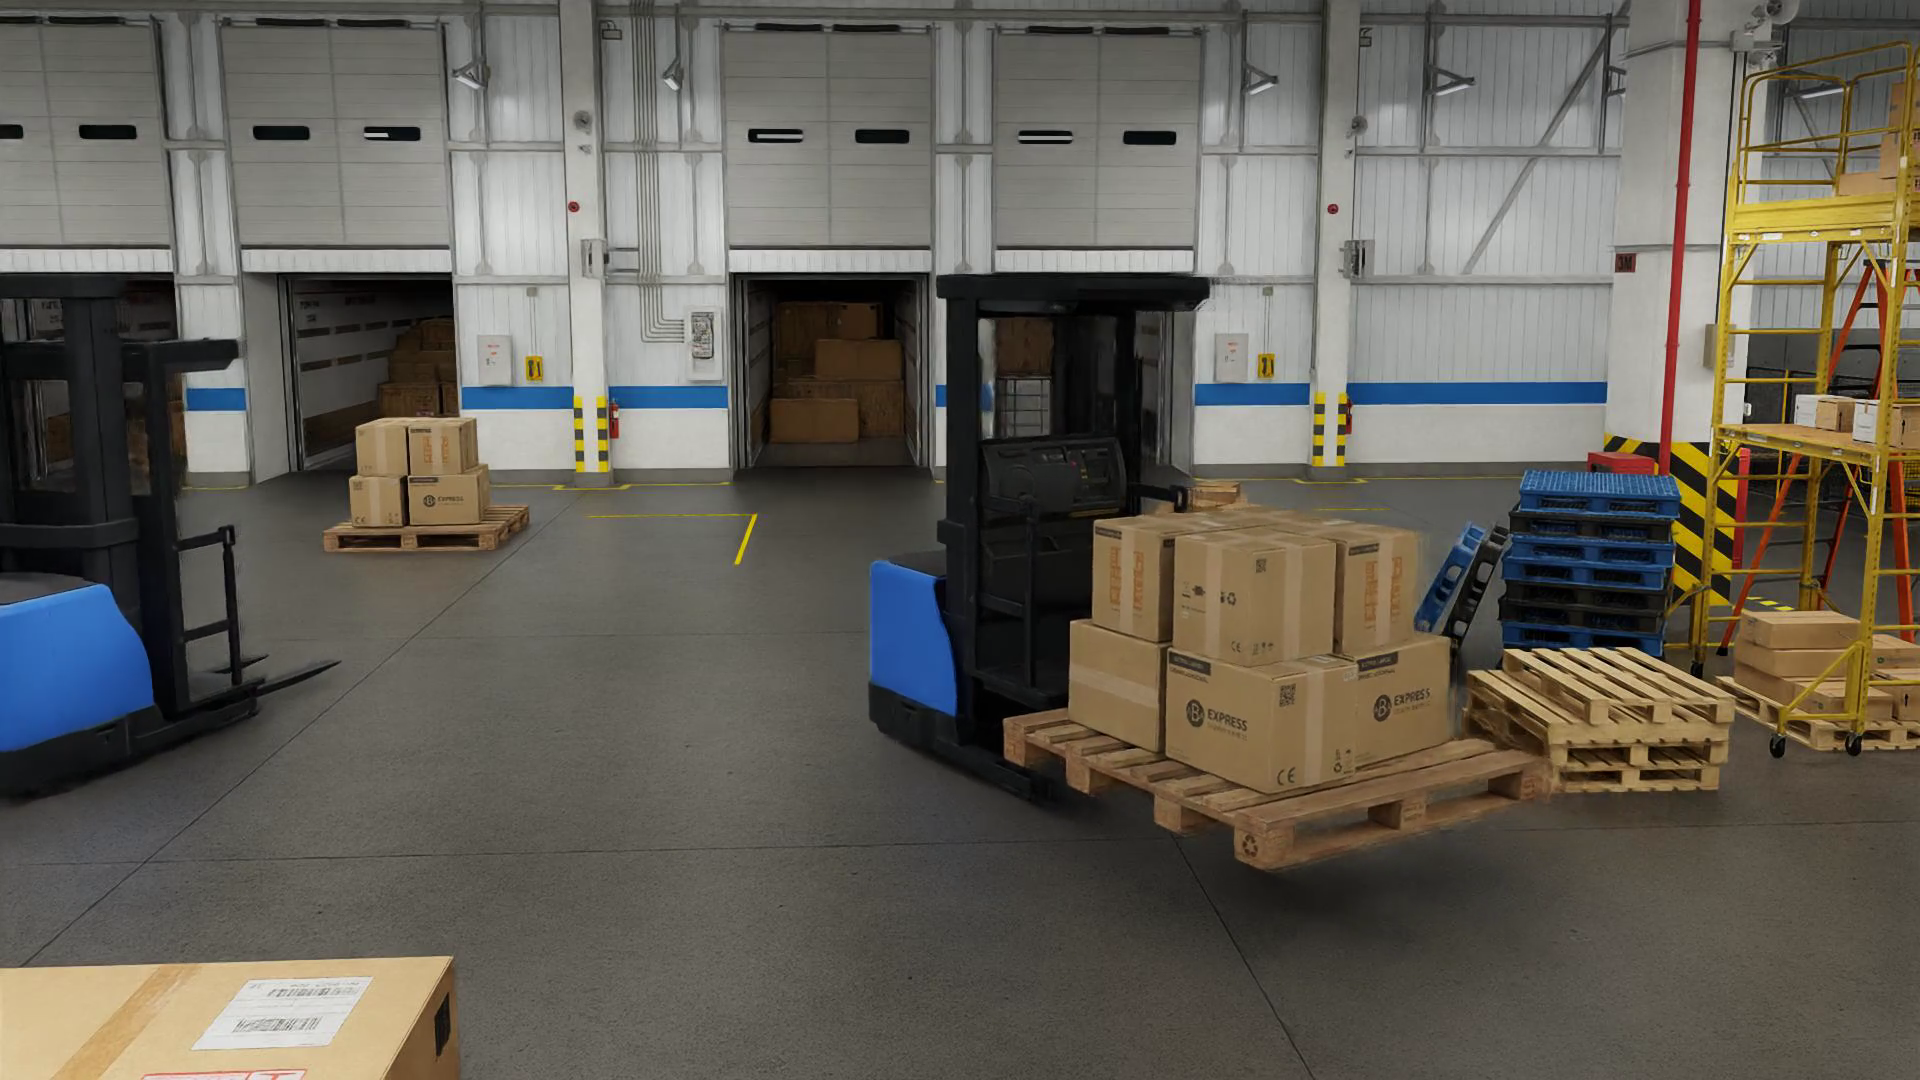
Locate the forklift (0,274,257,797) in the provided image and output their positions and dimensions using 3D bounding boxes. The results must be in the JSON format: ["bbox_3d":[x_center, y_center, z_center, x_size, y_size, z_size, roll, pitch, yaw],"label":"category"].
[{"bbox_3d":[-5.235,-0.130,9.565,1.129,2.768,1.873,3,9,16],"label":"forklift"}]

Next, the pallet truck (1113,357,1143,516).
[{"bbox_3d":[2.088,-0.836,16.757,1.885,1.965,0.823,2,9,13],"label":"pallet truck"}]

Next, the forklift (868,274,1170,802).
[{"bbox_3d":[0.336,-0.142,9.636,1.129,2.768,1.873,-6,11,-32],"label":"forklift"}]
